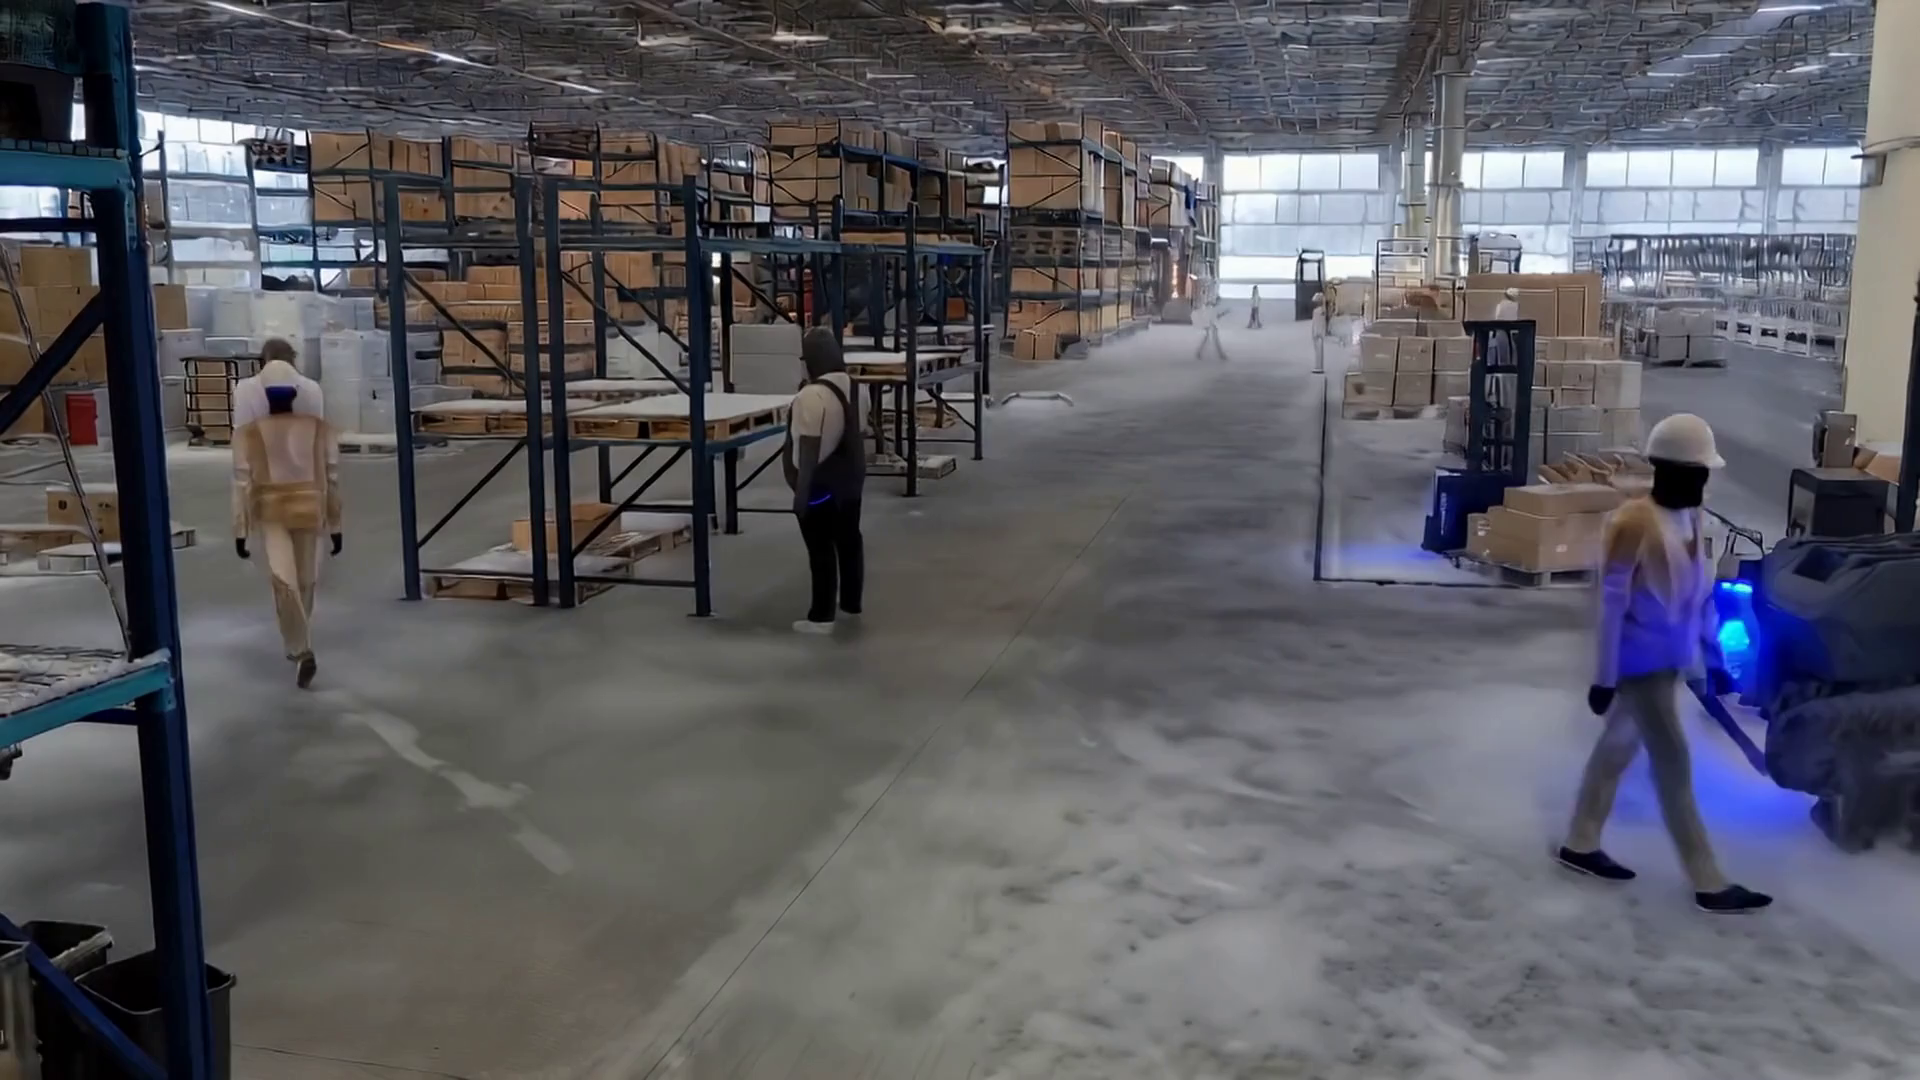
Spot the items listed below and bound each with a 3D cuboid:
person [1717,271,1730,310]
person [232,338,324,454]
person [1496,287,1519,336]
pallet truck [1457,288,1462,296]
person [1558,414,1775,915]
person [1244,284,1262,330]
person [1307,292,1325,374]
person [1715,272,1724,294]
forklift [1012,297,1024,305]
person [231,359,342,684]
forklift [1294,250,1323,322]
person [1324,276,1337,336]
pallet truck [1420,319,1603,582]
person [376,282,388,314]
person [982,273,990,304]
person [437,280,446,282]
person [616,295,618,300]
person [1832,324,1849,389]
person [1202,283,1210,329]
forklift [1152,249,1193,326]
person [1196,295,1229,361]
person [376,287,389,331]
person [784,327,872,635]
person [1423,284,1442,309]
[{"bbox_3d":[36.680,-11.961,79.790,0.963,1.959,0.631,-1,10,-8],"label":"person"},{"bbox_3d":[-5.103,-0.570,12.514,0.647,1.896,1.012,-6,11,-30],"label":"person"},{"bbox_3d":[13.030,-5.059,39.325,0.620,1.805,0.676,-7,12,-35],"label":"person"},{"bbox_3d":[20.506,-9.785,68.819,0.653,1.274,1.630,2,10,12],"label":"pallet truck"},{"bbox_3d":[2.752,0.466,6.357,0.604,1.882,0.940,-9,13,-43],"label":"person"},{"bbox_3d":[10.283,-8.176,58.387,0.769,1.594,0.519,4,11,24],"label":"person"},{"bbox_3d":[7.720,-4.476,36.012,0.326,1.765,0.533,-1,10,-5],"label":"person"},{"bbox_3d":[38.412,-12.601,83.955,0.563,1.828,0.564,2,10,10],"label":"person"},{"bbox_3d":[2.440,-8.571,56.959,1.129,2.768,1.873,2,10,12],"label":"forklift"},{"bbox_3d":[-3.954,-0.119,9.829,0.594,1.899,0.898,-7,12,-35],"label":"person"},{"bbox_3d":[13.778,-10.002,65.433,1.129,2.768,1.873,2,10,12],"label":"forklift"},{"bbox_3d":[11.970,-7.552,53.701,0.346,1.942,0.546,6,11,32],"label":"person"},{"bbox_3d":[4.543,-0.757,13.299,0.823,1.965,1.885,-4,10,-22],"label":"pallet truck"},{"bbox_3d":[-14.457,-5.581,42.132,0.587,1.911,0.397,-5,11,-26],"label":"person"},{"bbox_3d":[1.230,-12.413,82.905,0.650,1.811,0.926,3,10,16],"label":"person"},{"bbox_3d":[-12.120,-5.112,39.095,0.623,1.992,0.396,6,11,30],"label":"person"},{"bbox_3d":[-8.510,-5.256,41.027,0.524,1.631,0.320,0,10,2],"label":"person"},{"bbox_3d":[17.109,-3.802,31.523,0.845,1.936,0.633,3,10,16],"label":"person"},{"bbox_3d":[8.779,-8.329,59.202,0.282,1.636,0.500,0,10,2],"label":"person"},{"bbox_3d":[7.646,-9.320,61.395,1.873,2.768,1.129,2,10,11],"label":"forklift"},{"bbox_3d":[6.161,-5.184,40.701,0.858,1.592,0.532,4,10,20],"label":"person"},{"bbox_3d":[-12.585,-4.698,36.955,0.989,1.905,0.635,7,12,37],"label":"person"},{"bbox_3d":[-0.918,-0.397,11.043,0.536,2.000,0.678,6,12,33],"label":"person"},{"bbox_3d":[10.878,-5.039,38.945,0.720,1.903,0.558,1,10,8],"label":"person"}]
